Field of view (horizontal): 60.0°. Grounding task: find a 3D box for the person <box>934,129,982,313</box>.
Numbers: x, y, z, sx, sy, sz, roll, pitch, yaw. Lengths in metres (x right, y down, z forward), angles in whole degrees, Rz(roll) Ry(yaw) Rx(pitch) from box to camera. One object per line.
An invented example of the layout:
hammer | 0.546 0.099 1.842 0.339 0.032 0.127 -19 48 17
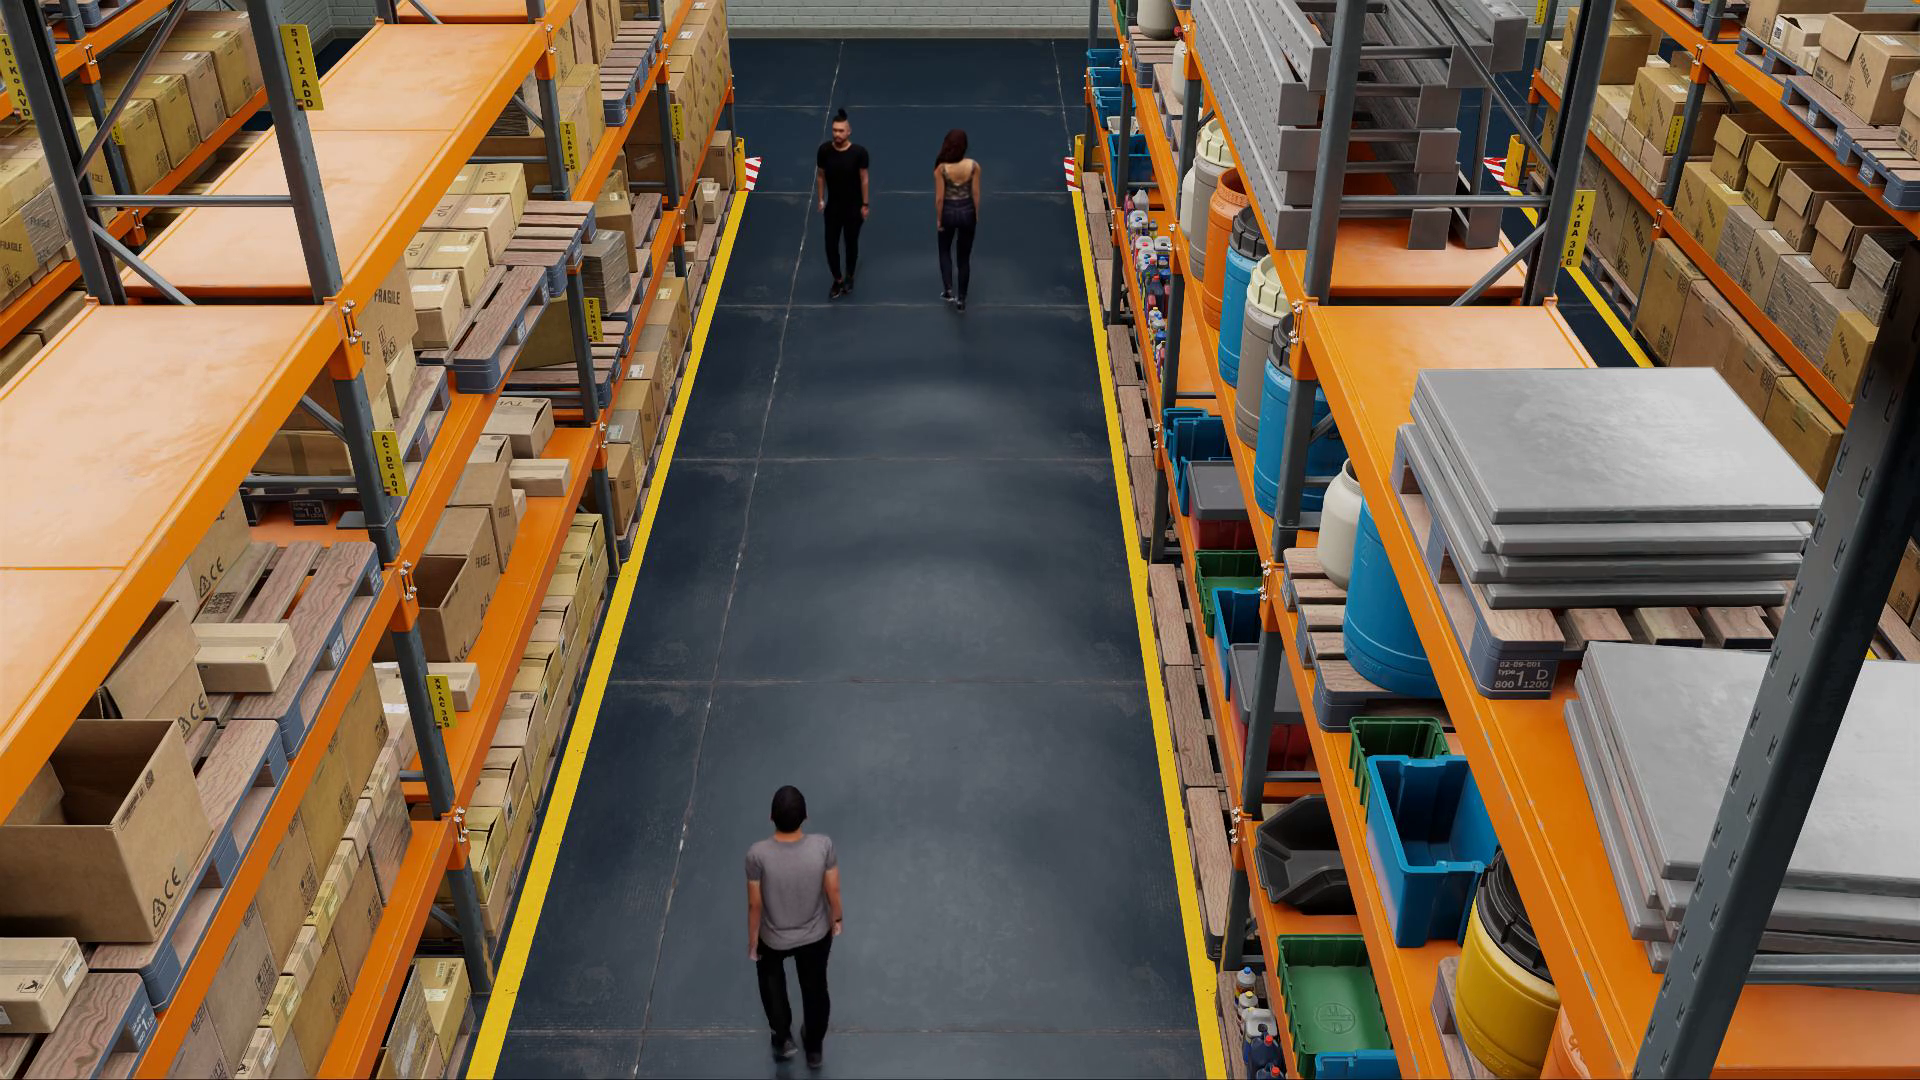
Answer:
person | 0.005 -2.994 15.785 0.649 1.751 0.693 -5 33 -7

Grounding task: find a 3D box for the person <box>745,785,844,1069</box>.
person | -0.805 1.969 8.162 0.709 1.742 0.700 -8 34 -12

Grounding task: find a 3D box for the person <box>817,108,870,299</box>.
person | -1.105 -3.308 16.175 0.775 1.852 0.794 6 34 9
